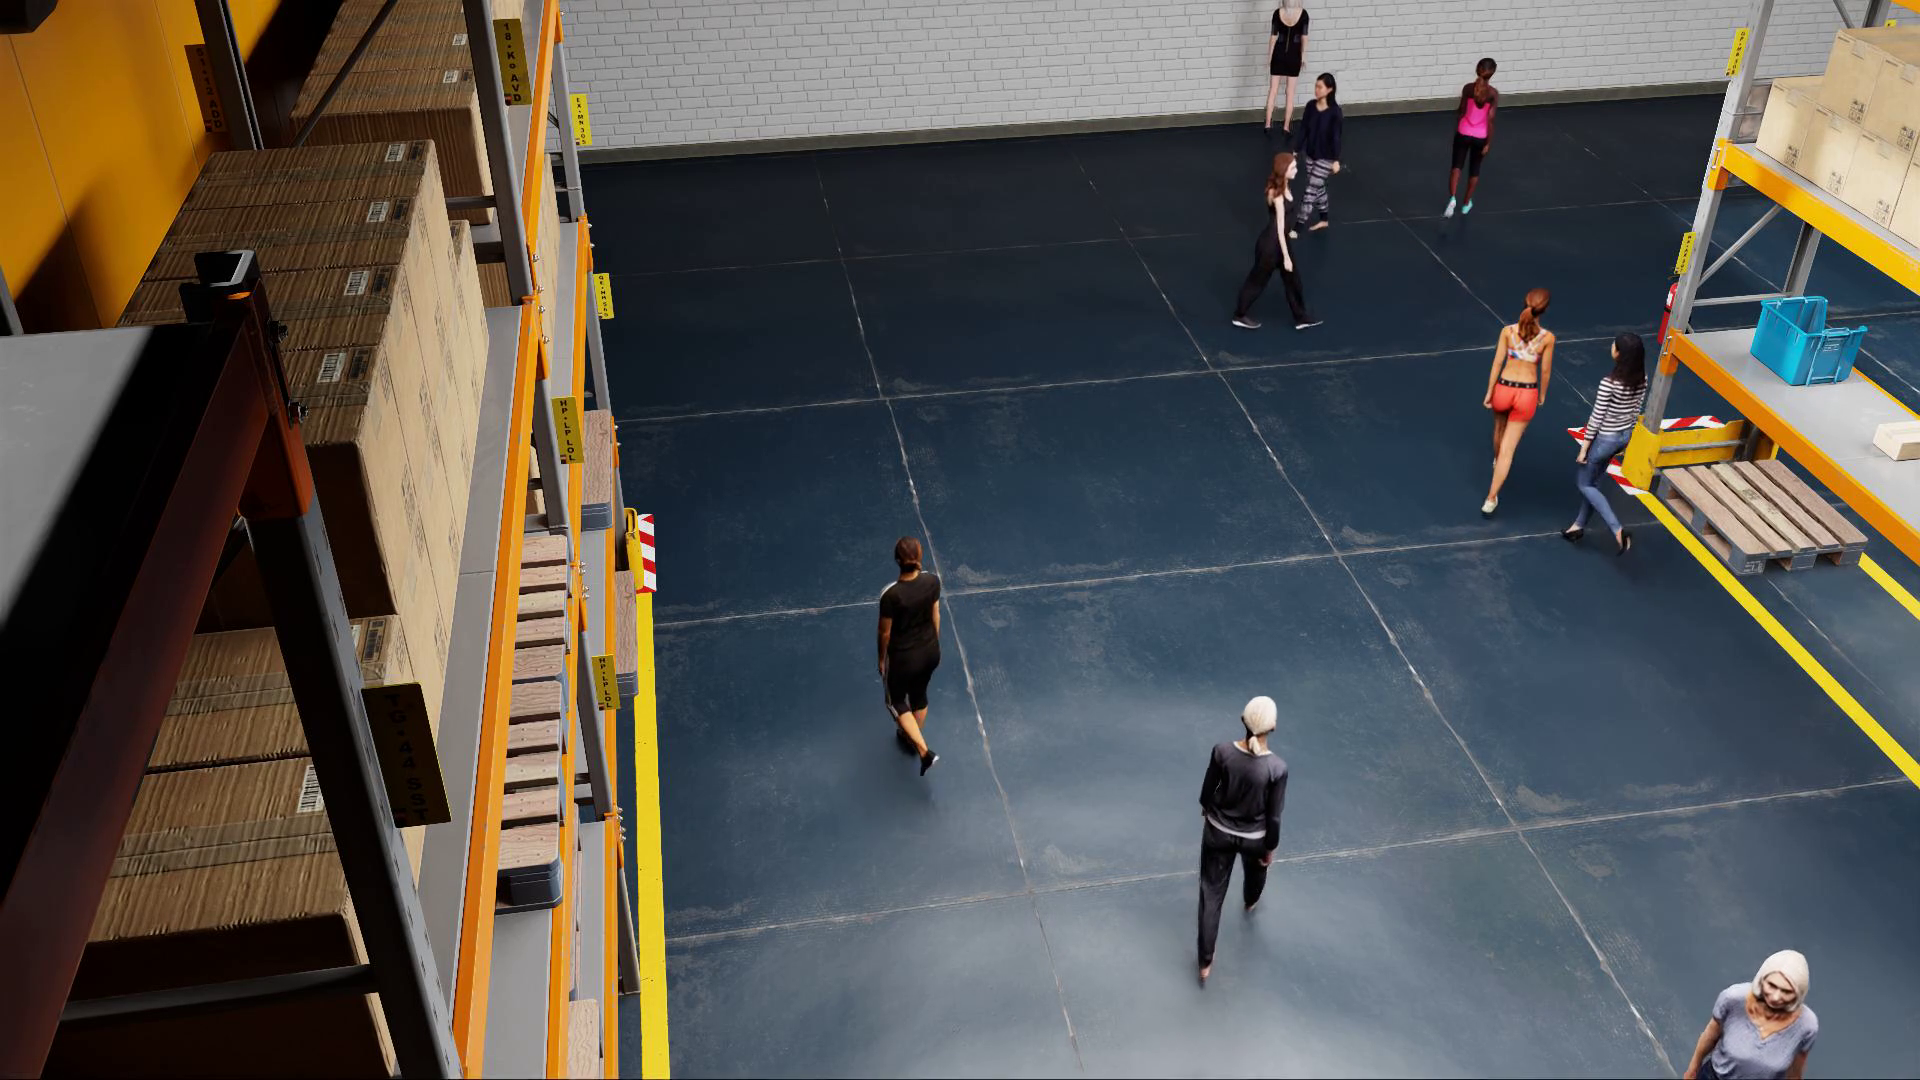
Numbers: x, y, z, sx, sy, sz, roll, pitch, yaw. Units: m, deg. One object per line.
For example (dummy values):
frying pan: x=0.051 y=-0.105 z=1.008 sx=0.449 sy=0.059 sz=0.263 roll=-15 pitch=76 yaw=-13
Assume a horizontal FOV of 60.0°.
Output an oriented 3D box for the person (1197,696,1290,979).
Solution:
person: x=1.441 y=1.577 z=8.756 sx=0.965 sy=1.689 sz=1.172 roll=12 pitch=35 yaw=17

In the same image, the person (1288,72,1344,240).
person: x=3.746 y=-3.949 z=17.057 sx=0.953 sy=1.702 sz=1.024 roll=-22 pitch=39 yaw=-29

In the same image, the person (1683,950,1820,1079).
person: x=3.521 y=2.406 z=7.487 sx=0.723 sy=1.712 sz=0.779 roll=14 pitch=36 yaw=19

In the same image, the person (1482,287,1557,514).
person: x=4.195 y=-1.014 z=12.606 sx=1.029 sy=1.741 sz=1.198 roll=15 pitch=36 yaw=21

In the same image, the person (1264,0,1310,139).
person: x=3.820 y=-5.600 z=19.427 sx=0.662 sy=1.829 sz=0.637 roll=7 pitch=34 yaw=11

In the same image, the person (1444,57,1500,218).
person: x=5.322 y=-4.169 z=17.385 sx=0.886 sy=1.707 sz=1.028 roll=15 pitch=36 yaw=21

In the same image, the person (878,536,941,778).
person: x=-0.258 y=0.727 z=10.065 sx=0.771 sy=1.655 sz=0.952 roll=-18 pitch=38 yaw=-25

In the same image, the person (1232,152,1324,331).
person: x=2.767 y=-2.686 z=15.153 sx=1.031 sy=1.707 sz=1.072 roll=14 pitch=36 yaw=20

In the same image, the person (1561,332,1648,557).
person: x=4.707 y=-0.627 z=11.996 sx=0.771 sy=1.773 sz=0.995 roll=-16 pitch=37 yaw=-22
